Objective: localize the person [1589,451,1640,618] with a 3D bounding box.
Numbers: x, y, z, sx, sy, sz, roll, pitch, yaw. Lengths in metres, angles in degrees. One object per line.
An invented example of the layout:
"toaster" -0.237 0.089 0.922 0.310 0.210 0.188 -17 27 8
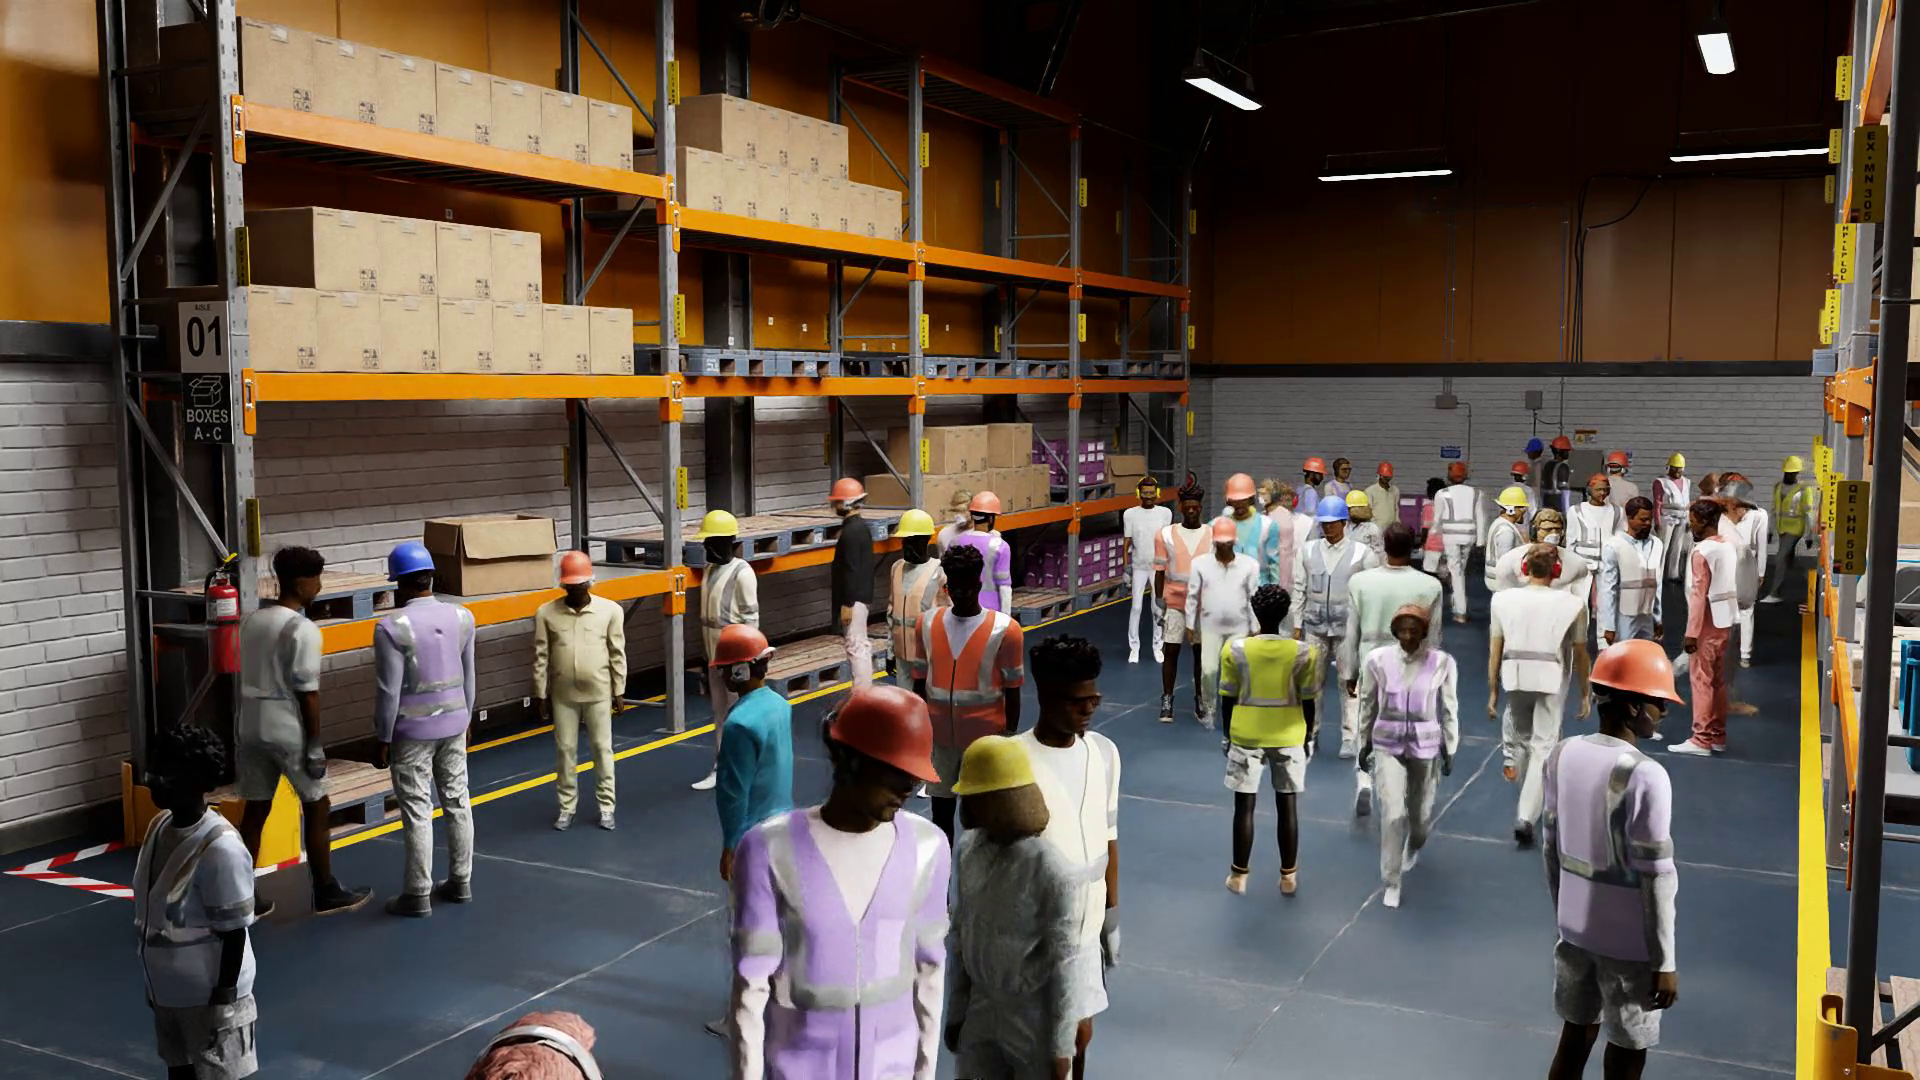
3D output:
"person" 7.679 -0.048 19.508 0.621 1.986 0.409 5 7 45

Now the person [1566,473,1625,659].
"person" 6.346 0.271 16.628 0.577 1.880 0.352 0 5 2

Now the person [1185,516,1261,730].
"person" 2.081 0.670 13.094 0.602 1.731 0.407 1 5 7

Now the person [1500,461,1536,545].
"person" 7.403 -0.171 22.021 0.321 1.755 0.564 -3 6 -31

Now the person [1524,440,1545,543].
"person" 8.934 -0.592 25.759 0.387 1.911 0.748 2 6 16

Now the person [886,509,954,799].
"person" -0.278 0.755 11.151 0.585 1.928 0.369 5 7 41

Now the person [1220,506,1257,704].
"person" 2.421 0.563 14.195 0.296 1.744 0.484 -3 6 -28

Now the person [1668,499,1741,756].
"person" 5.588 0.650 12.406 0.402 1.909 0.599 5 7 43

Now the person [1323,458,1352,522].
"person" 4.769 -0.115 20.947 0.505 1.847 0.347 -5 7 -41

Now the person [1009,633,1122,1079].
"person" 0.305 1.271 5.484 0.602 1.956 0.381 -4 7 -38

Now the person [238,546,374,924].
"person" -3.449 0.998 8.561 0.616 1.933 0.643 3 6 31

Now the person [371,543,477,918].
"person" -2.795 0.980 8.675 0.403 1.938 0.602 4 7 35

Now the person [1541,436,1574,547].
"person" 8.423 -0.444 23.438 0.397 2.043 0.609 -1 5 -9

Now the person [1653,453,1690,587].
"person" 9.734 -0.270 22.709 0.600 1.827 0.403 -2 6 -21

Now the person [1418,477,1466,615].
"person" 5.653 0.099 19.552 0.607 1.676 0.541 4 7 39

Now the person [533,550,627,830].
"person" -2.350 0.928 10.290 0.568 1.741 0.354 -1 5 -7

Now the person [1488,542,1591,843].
"person" 3.522 0.916 10.147 0.586 1.800 0.954 3 6 30

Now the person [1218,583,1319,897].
"person" 1.657 1.077 8.952 0.537 1.694 0.319 0 5 4

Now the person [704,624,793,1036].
"person" -0.906 1.224 7.113 0.355 1.740 0.574 1 5 12

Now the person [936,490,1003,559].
"person" 0.041 0.558 13.346 0.645 1.925 0.443 4 6 35

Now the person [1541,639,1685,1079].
"person" 2.152 1.285 5.449 0.374 1.929 0.542 -2 6 -19

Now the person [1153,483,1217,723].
"person" 1.876 0.511 13.570 0.608 1.966 0.374 0 5 3

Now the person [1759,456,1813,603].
"person" 10.536 -0.133 20.977 0.888 1.877 0.586 -1 5 -12

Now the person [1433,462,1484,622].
"person" 5.793 0.006 19.574 0.586 1.849 0.893 -1 5 -10

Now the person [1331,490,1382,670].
"person" 3.852 0.385 16.132 0.322 1.740 0.490 -4 7 -36

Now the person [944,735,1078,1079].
"person" 0.148 1.432 4.942 0.414 1.727 0.484 -5 7 -43

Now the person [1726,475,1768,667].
"person" 7.548 0.305 16.222 0.584 1.882 0.345 1 5 13

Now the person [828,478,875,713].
"person" -0.901 0.479 13.783 0.396 1.991 0.622 0 5 4

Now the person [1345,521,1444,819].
"person" 2.706 0.835 10.424 0.590 1.907 0.516 2 6 24

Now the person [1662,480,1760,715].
"person" 6.209 0.451 13.820 0.781 2.000 0.734 2 6 20

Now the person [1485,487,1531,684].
"person" 5.050 0.421 15.337 0.404 1.824 0.586 1 5 13

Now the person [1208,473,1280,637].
"person" 2.349 0.454 13.890 0.627 2.014 0.707 1 5 13

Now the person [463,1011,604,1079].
"person" -0.554 1.595 2.290 0.649 1.902 0.400 1 6 16

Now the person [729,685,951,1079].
"person" -0.337 1.351 4.395 0.624 1.995 0.797 -2 6 -20

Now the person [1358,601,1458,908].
"person" 2.431 1.115 9.033 0.522 1.607 0.781 1 5 14

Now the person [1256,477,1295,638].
"person" 2.825 0.383 15.153 0.416 1.928 0.646 0 5 -4

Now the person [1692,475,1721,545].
"person" 9.741 -0.064 21.809 0.468 1.592 0.681 5 7 44

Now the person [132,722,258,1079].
"person" -2.422 1.415 5.263 0.536 1.700 0.318 4 7 38

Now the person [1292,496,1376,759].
"person" 2.748 0.642 12.264 0.612 1.946 0.405 3 6 27

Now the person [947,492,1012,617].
"person" 0.167 0.581 13.074 0.549 1.924 0.387 3 6 27

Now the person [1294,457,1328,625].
"person" 4.031 0.014 19.125 0.374 1.928 0.542 -1 5 -8

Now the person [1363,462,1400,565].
"person" 5.591 -0.161 21.972 0.563 1.744 0.346 -2 6 -24

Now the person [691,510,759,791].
"person" -1.567 0.759 11.113 0.388 1.927 0.589 -4 7 -38

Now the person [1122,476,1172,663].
"person" 1.862 0.298 16.456 0.516 1.861 0.315 -1 5 -6

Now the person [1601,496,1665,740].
"person" 5.191 0.609 12.865 0.598 1.907 0.408 -3 6 -28

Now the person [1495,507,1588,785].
"person" 3.992 0.731 11.441 0.635 1.932 0.362 0 5 2

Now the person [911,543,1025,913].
"person" 0.019 0.990 8.452 0.600 1.959 0.380 2 6 21
